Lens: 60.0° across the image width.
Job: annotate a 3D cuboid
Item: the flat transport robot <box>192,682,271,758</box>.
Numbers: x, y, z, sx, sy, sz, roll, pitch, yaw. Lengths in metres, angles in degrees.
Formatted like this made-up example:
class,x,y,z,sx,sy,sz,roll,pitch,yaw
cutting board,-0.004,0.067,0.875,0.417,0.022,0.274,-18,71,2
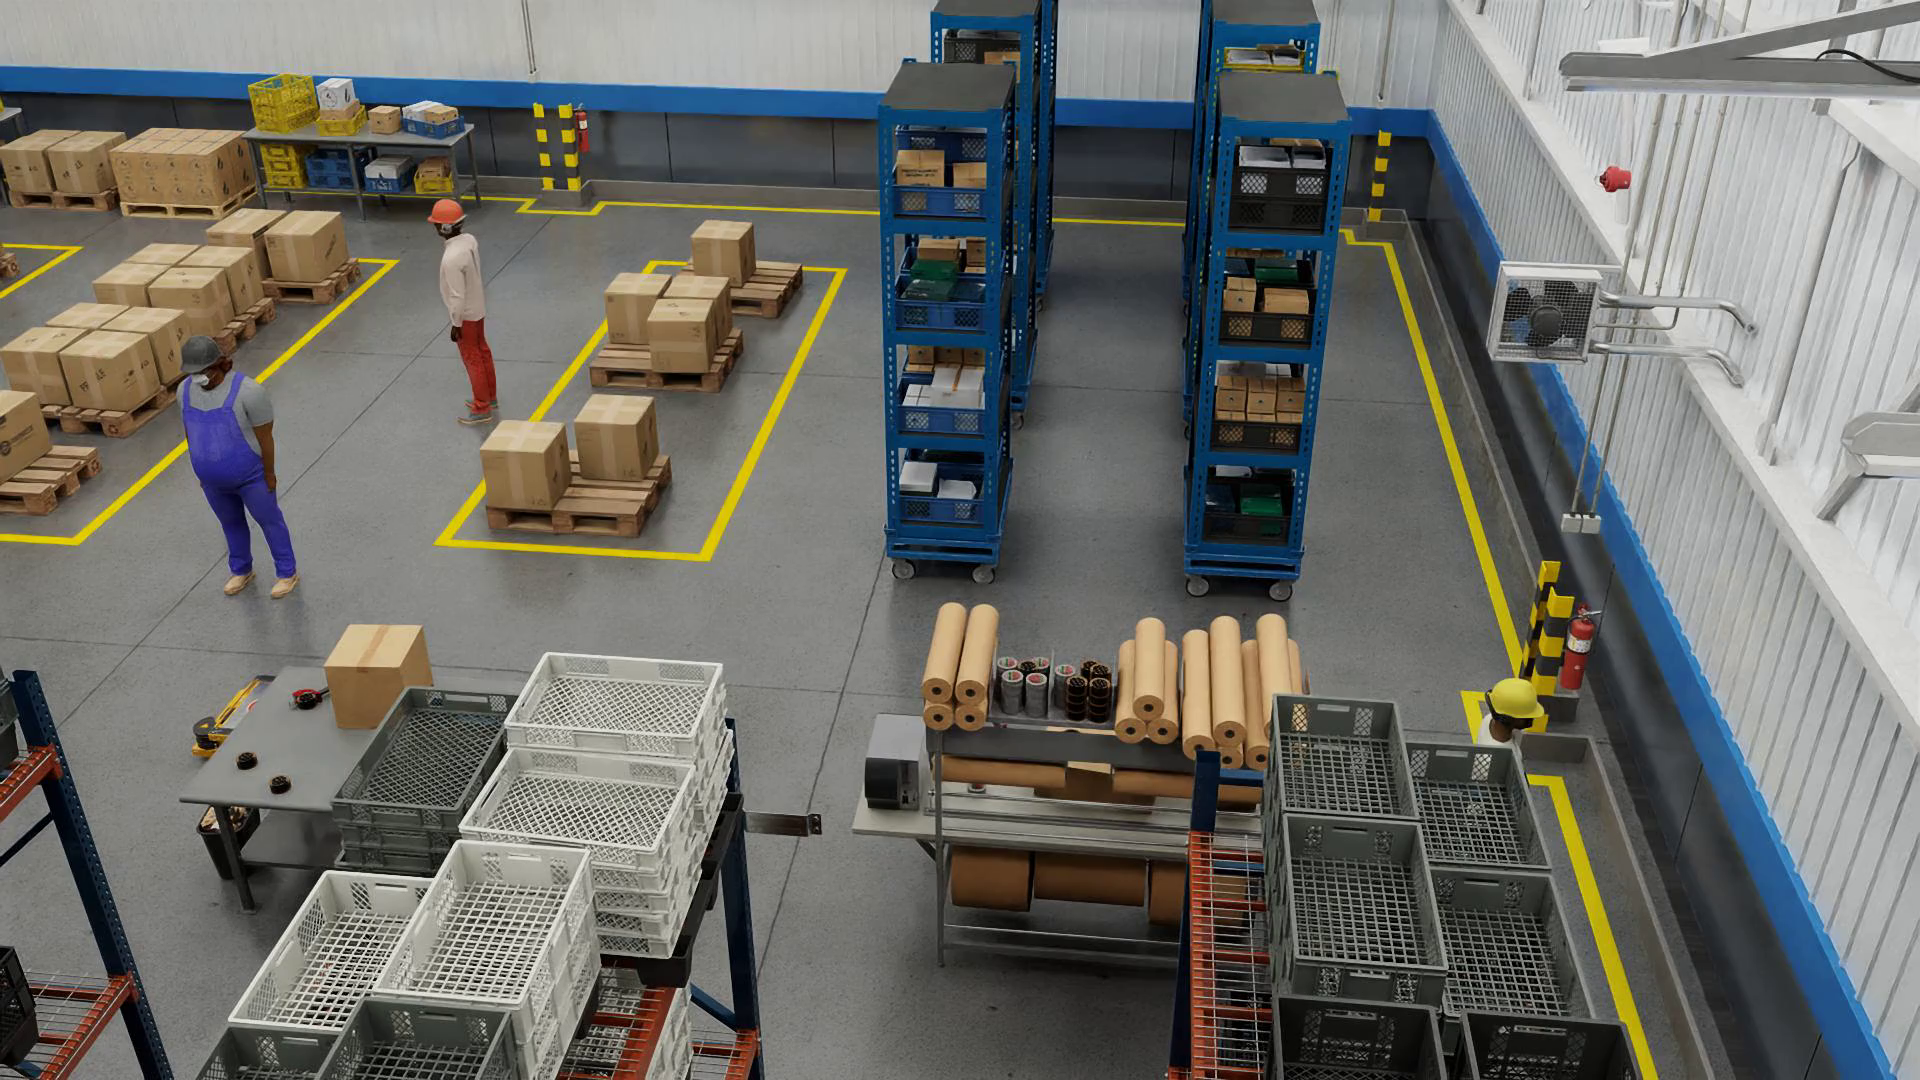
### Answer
class,x,y,z,sx,sy,sz,roll,pitch,yaw
flat transport robot,-4.089,1.163,10.648,1.431,0.197,0.652,3,30,6

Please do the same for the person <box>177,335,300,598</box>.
class,x,y,z,sx,sy,sz,roll,pitch,yaw
person,-5.181,-0.518,11.805,0.675,2.000,0.536,5,31,8

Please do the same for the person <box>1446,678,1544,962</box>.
class,x,y,z,sx,sy,sz,roll,pitch,yaw
person,2.758,1.460,8.676,0.307,1.768,0.524,6,31,10

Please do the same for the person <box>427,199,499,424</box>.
class,x,y,z,sx,sy,sz,roll,pitch,yaw
person,-4.273,-1.970,14.344,0.378,1.994,0.615,0,30,1
